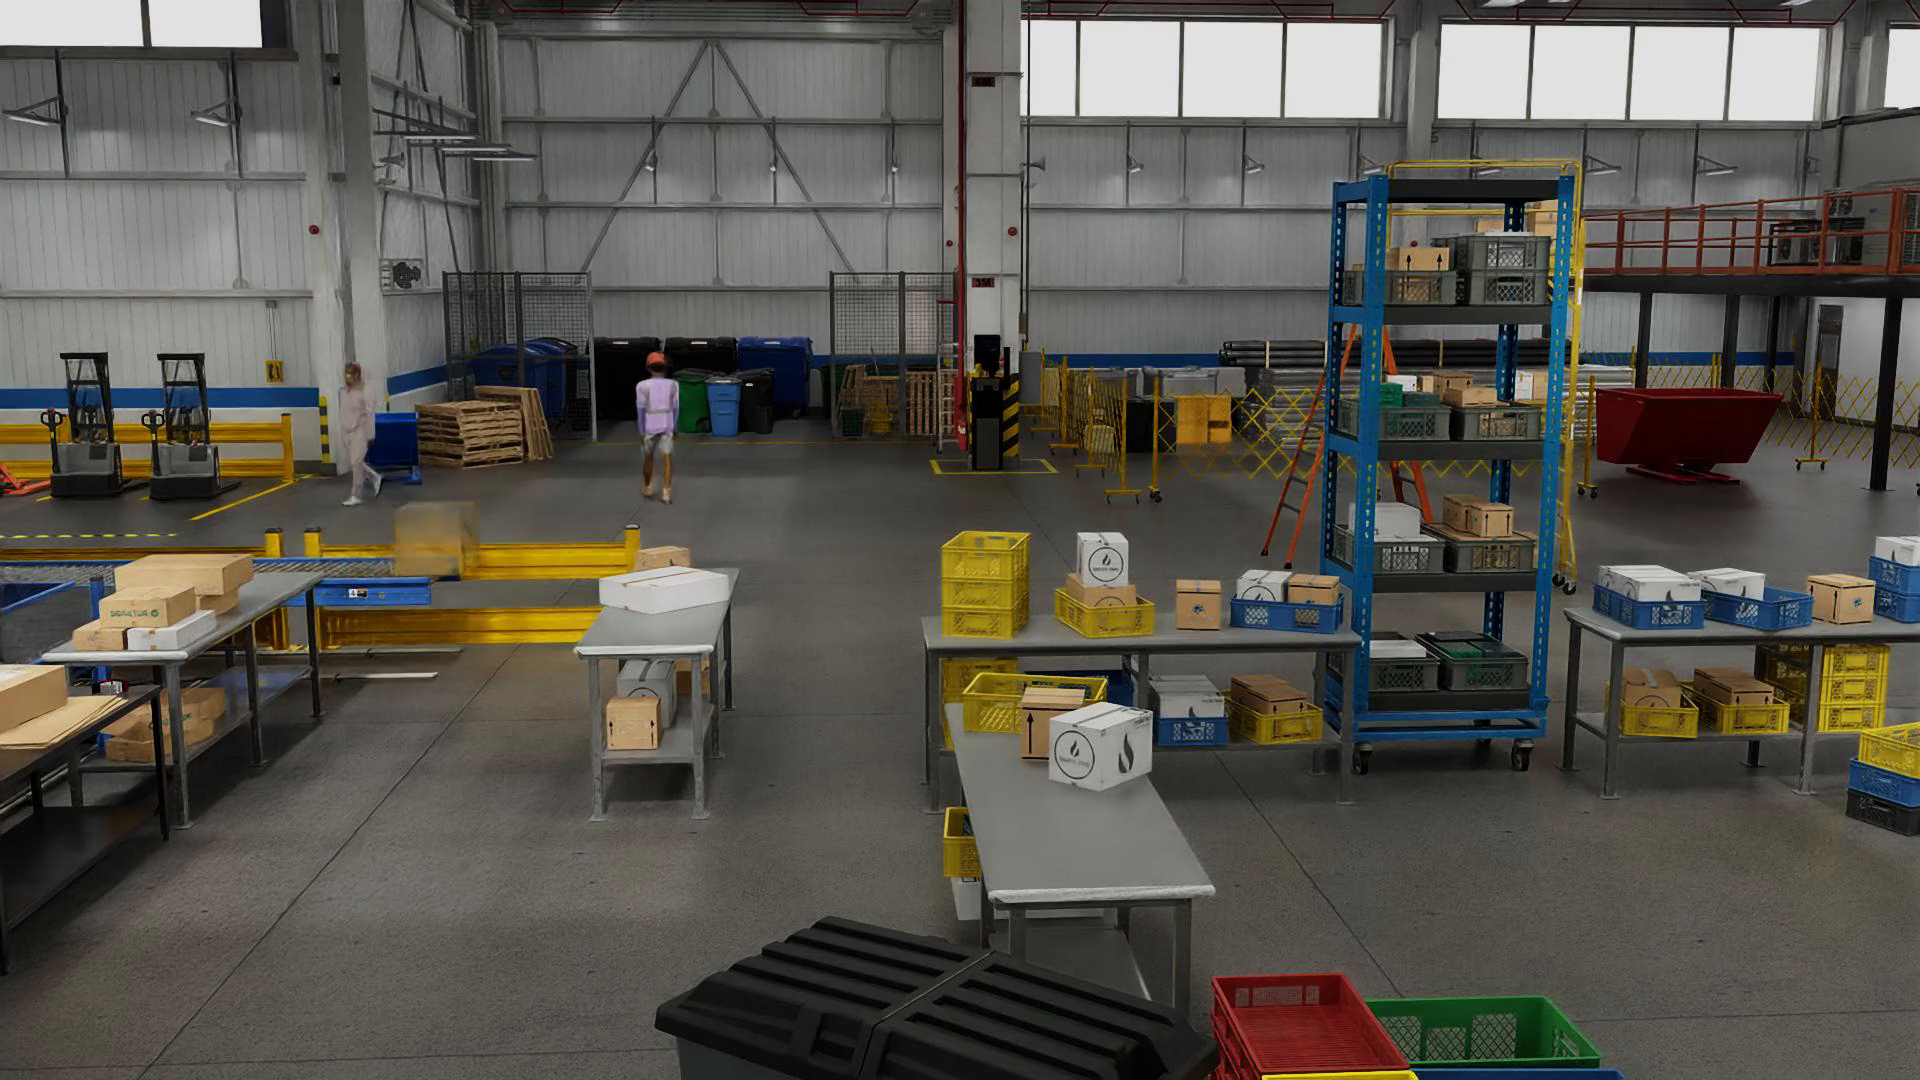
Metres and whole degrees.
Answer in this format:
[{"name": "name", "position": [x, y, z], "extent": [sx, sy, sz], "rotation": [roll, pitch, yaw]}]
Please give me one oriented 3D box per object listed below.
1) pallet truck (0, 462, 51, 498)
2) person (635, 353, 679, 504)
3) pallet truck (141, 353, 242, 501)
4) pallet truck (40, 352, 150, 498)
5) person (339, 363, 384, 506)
[{"name": "pallet truck", "position": [-13.193, -1.293, 23.148], "extent": [0.653, 1.274, 1.630], "rotation": [-1, 9, -4]}, {"name": "person", "position": [-4.062, -1.502, 22.281], "extent": [0.613, 1.988, 1.044], "rotation": [-4, 10, -23]}, {"name": "pallet truck", "position": [-10.520, -1.604, 22.925], "extent": [0.823, 1.965, 1.885], "rotation": [-1, 9, -6]}, {"name": "pallet truck", "position": [-11.907, -1.642, 23.165], "extent": [0.823, 1.965, 1.885], "rotation": [0, 9, 0]}, {"name": "person", "position": [-7.959, -1.411, 22.047], "extent": [0.658, 1.887, 0.682], "rotation": [6, 11, 33]}]
